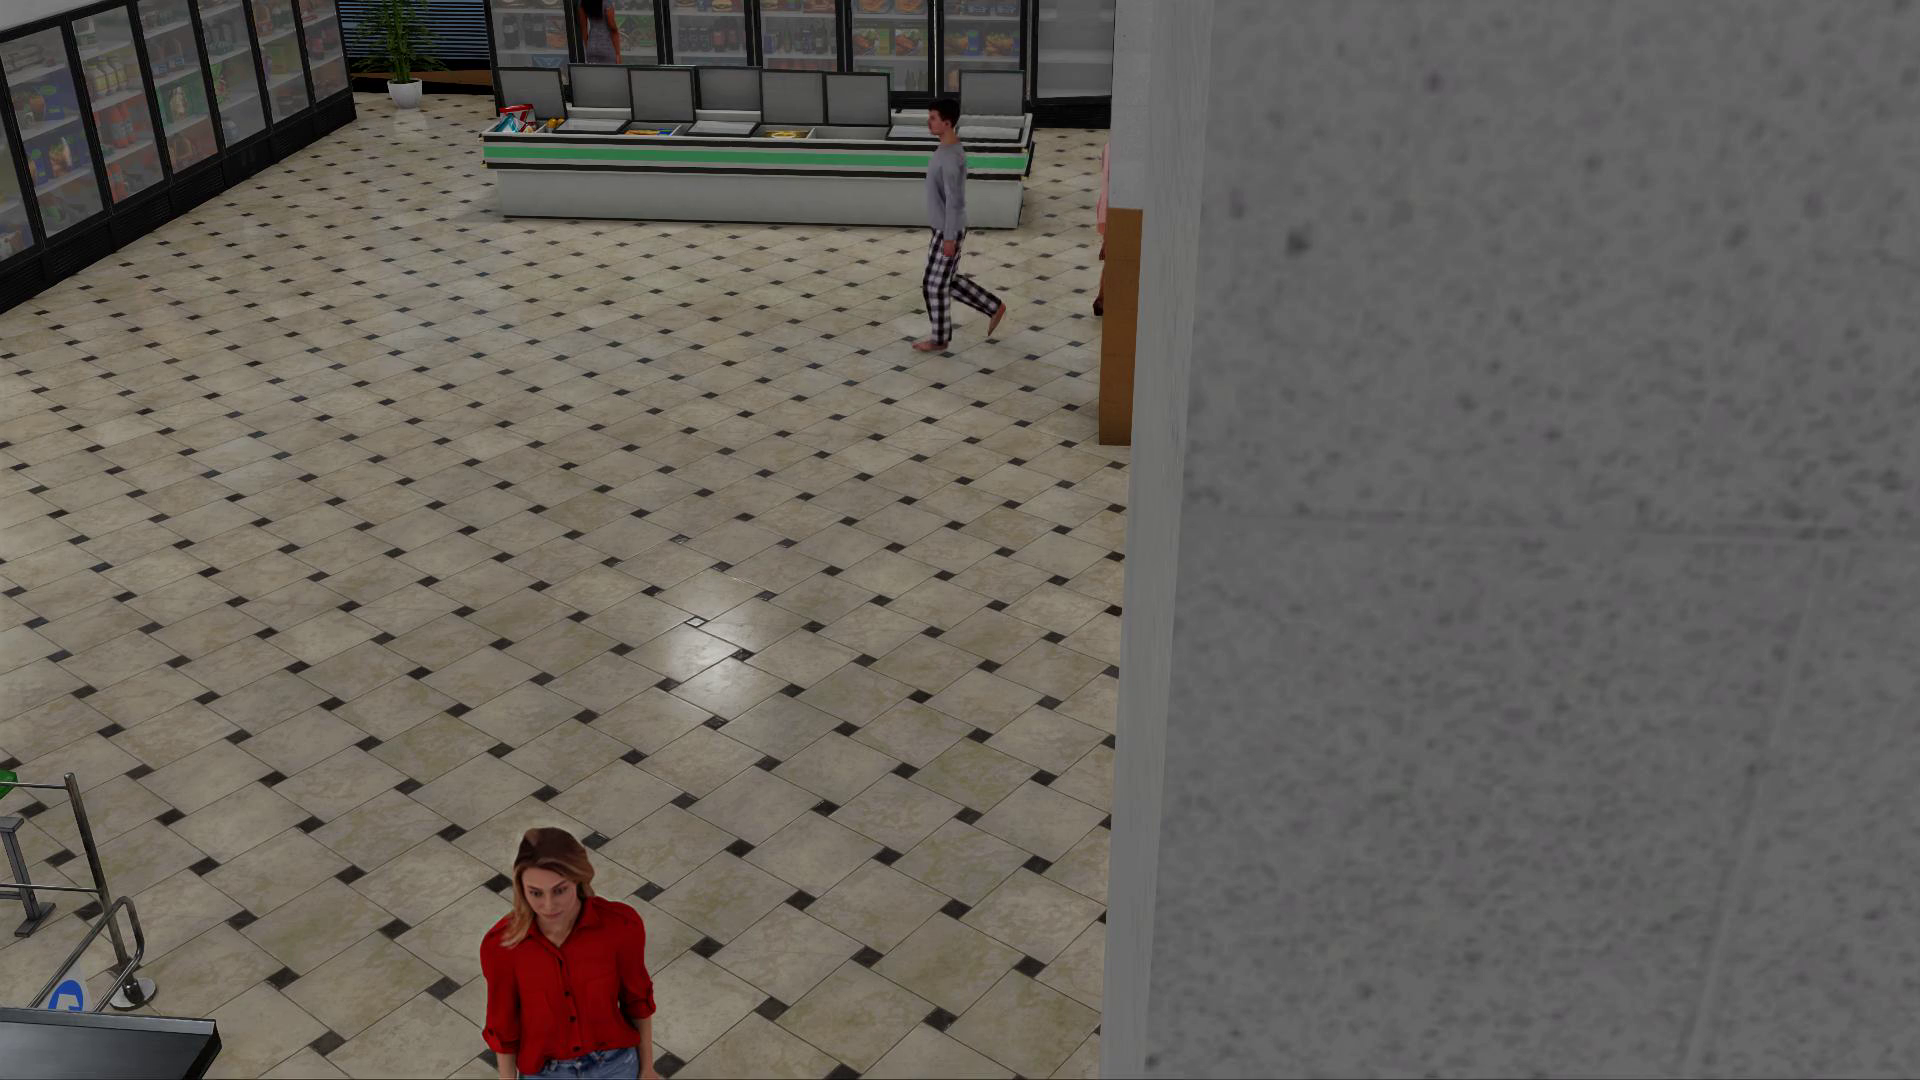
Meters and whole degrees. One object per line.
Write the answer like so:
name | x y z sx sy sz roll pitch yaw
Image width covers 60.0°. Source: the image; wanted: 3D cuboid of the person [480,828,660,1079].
person | -1.077 1.502 4.716 0.589 1.702 0.748 -8 28 -15

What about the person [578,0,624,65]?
person | -3.850 -5.211 17.868 0.573 1.781 0.711 11 29 20

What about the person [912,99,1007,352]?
person | -0.003 -2.244 11.961 0.949 1.831 0.686 -1 27 -2
